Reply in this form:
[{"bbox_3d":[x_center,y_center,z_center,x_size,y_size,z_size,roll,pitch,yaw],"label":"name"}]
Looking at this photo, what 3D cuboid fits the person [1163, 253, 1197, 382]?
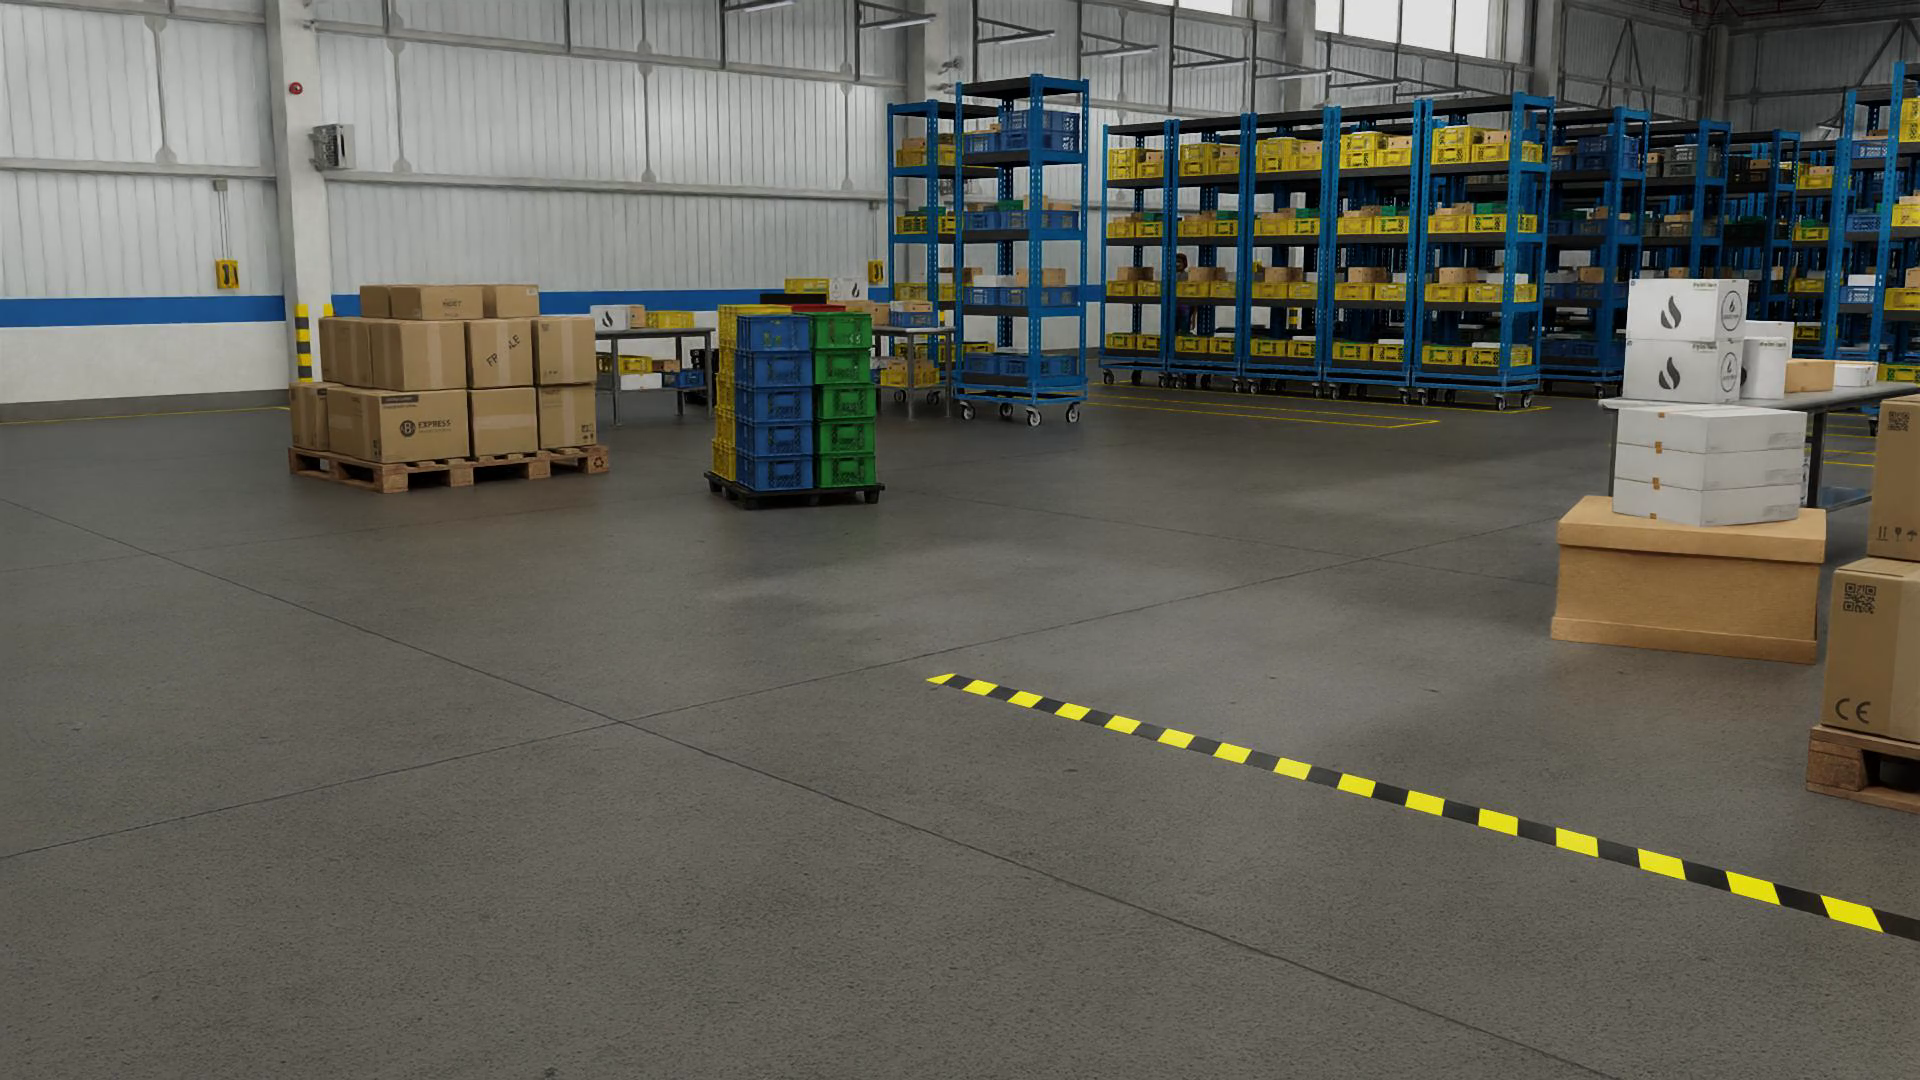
[{"bbox_3d":[3.175,-3.213,24.035,0.566,1.847,0.390,7,12,35],"label":"person"}]
